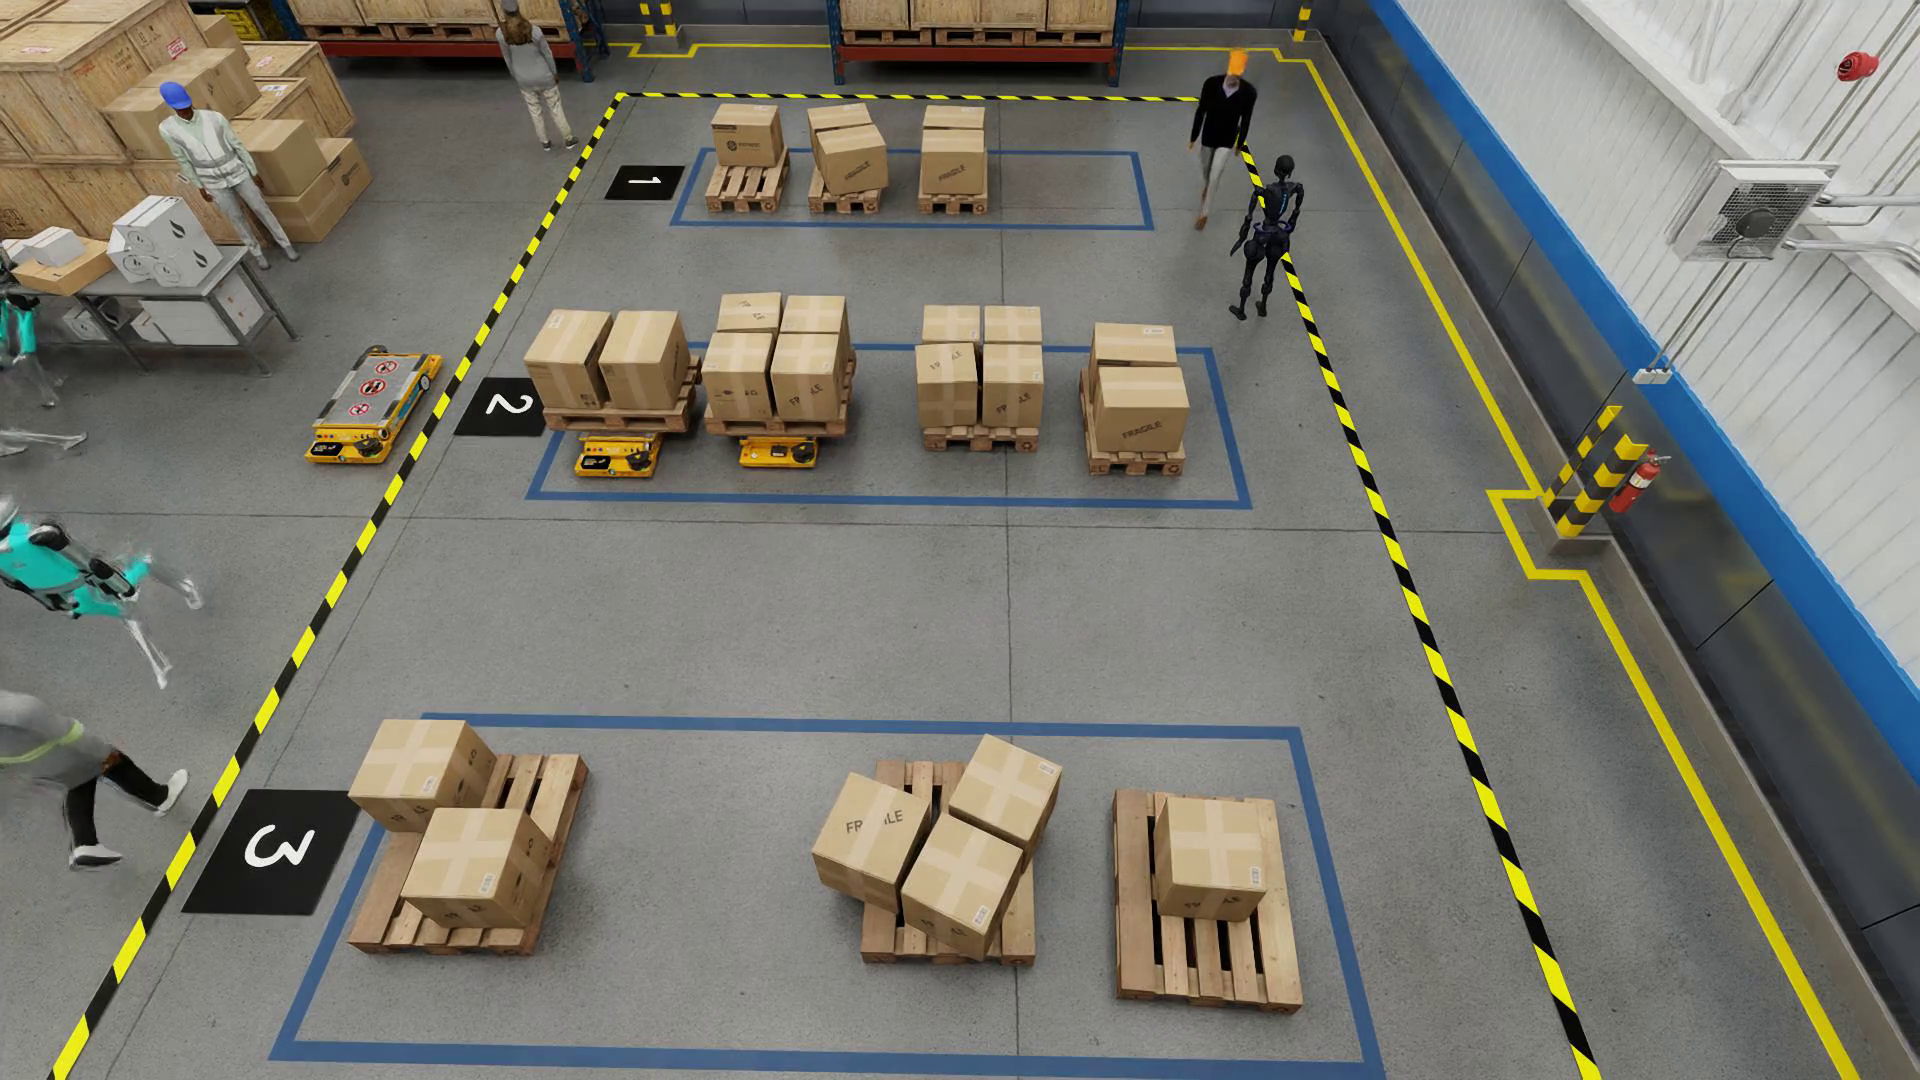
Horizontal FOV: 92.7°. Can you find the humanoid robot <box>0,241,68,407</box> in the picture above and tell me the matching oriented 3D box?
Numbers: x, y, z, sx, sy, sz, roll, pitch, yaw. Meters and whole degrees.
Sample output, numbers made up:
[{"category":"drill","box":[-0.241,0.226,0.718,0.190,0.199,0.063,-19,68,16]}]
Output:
[{"category":"humanoid robot","box":[-8.573,-1.986,8.161,0.550,1.870,0.860,-2,50,-2]}]

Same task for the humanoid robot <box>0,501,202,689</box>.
[{"category":"humanoid robot","box":[-5.889,0.159,6.296,0.534,1.775,0.996,-12,51,-10]}]

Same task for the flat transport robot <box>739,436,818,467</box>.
[{"category":"flat transport robot","box":[-1.582,-1.235,8.394,0.652,0.197,1.431,1,50,1]}]

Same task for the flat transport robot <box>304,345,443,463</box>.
[{"category":"flat transport robot","box":[-5.383,-1.269,8.441,0.659,0.231,1.431,1,50,1]}]

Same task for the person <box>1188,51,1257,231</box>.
[{"category":"person","box":[2.878,-4.466,10.111,0.586,1.854,0.856,23,53,18]}]

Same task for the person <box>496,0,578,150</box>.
[{"category":"person","box":[-5.175,-5.645,11.160,0.565,1.769,0.396,-5,50,-4]}]

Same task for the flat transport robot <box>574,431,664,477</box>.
[{"category":"flat transport robot","box":[-2.985,-1.151,8.323,0.652,0.197,1.431,1,50,1]}]

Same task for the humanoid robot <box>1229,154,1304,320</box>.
[{"category":"humanoid robot","box":[2.966,-2.920,8.904,0.599,1.659,0.315,-7,50,-6]}]

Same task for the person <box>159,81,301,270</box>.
[{"category":"person","box":[-7.545,-3.725,9.427,0.602,1.939,0.412,-30,56,-23]}]

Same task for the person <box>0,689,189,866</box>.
[{"category":"person","box":[-5.250,1.257,5.281,0.588,1.832,0.653,-4,50,-4]}]

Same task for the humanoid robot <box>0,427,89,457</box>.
[{"category":"humanoid robot","box":[-8.202,-1.282,7.488,0.972,1.738,0.532,-22,53,-18]}]
